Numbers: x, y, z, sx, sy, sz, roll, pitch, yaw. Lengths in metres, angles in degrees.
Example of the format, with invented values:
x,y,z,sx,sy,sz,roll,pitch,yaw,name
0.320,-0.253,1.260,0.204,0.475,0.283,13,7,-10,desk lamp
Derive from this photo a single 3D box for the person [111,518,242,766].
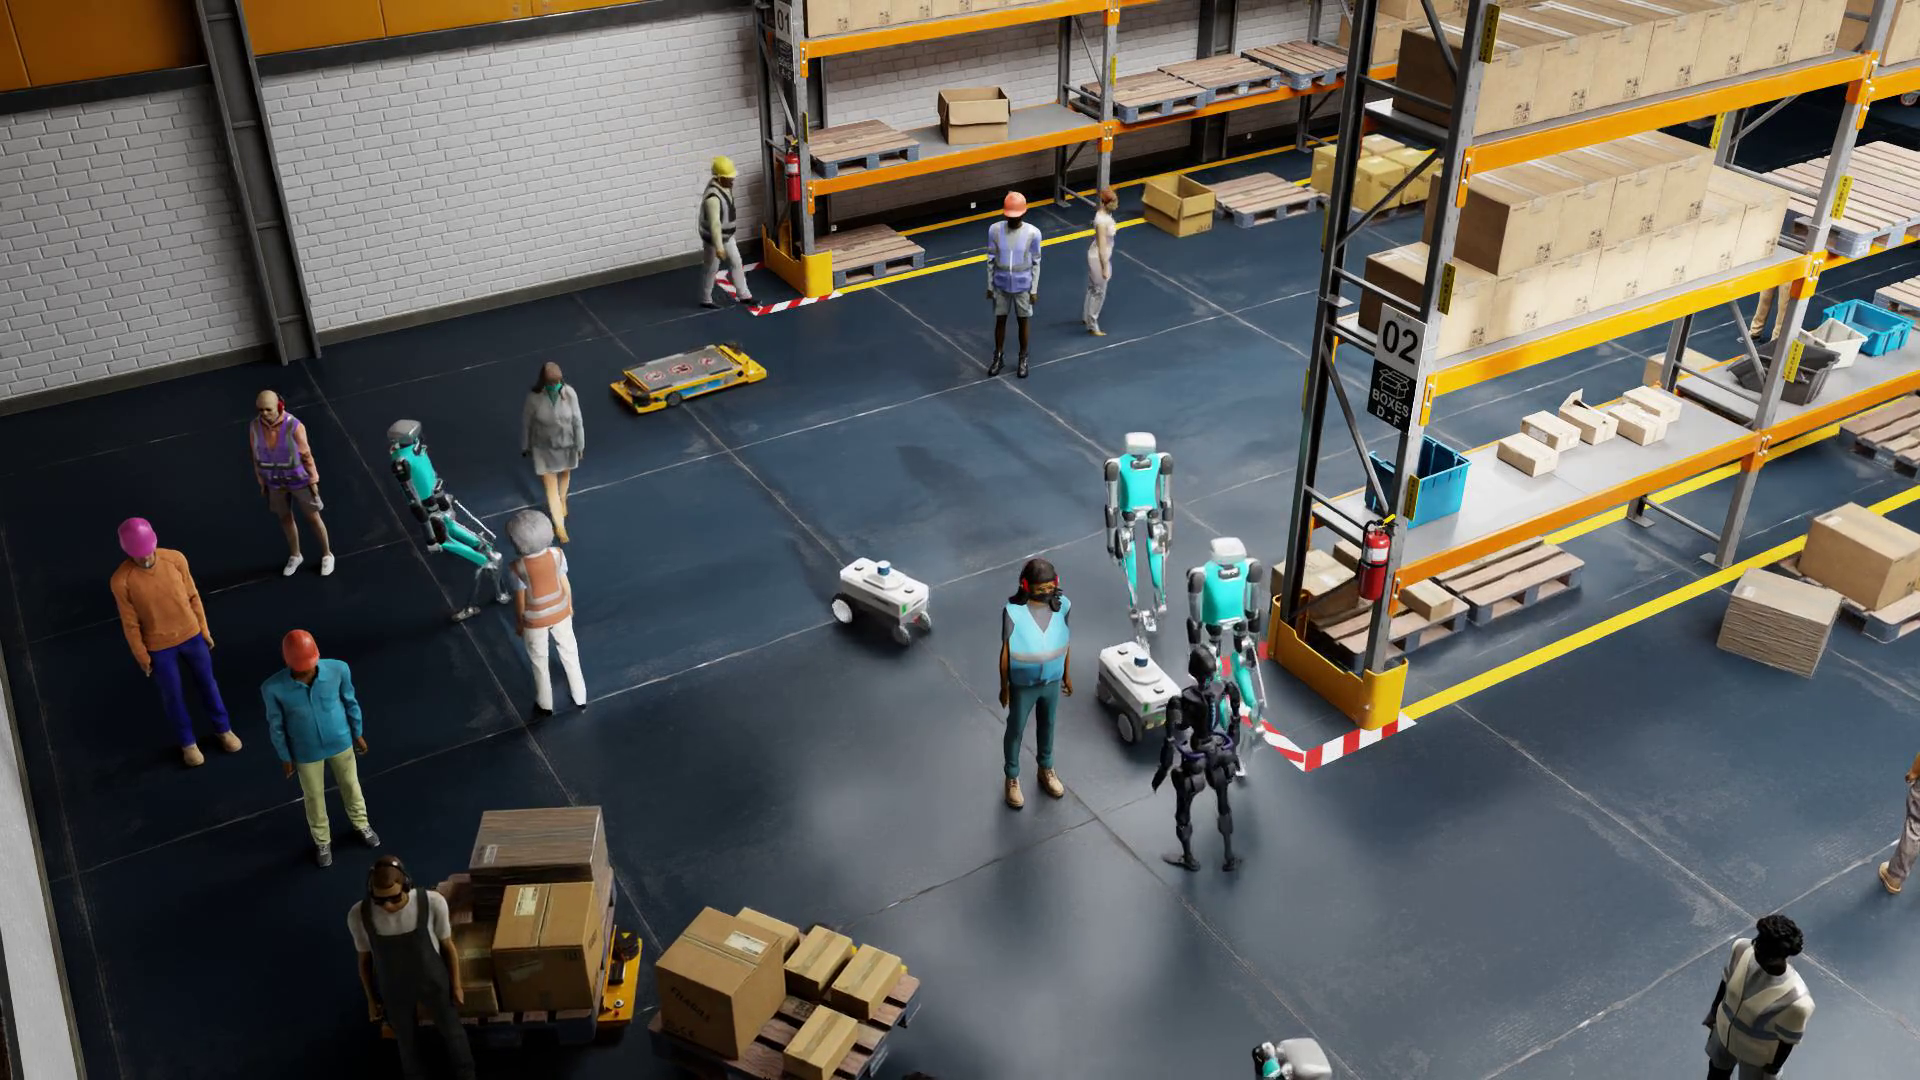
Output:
x,y,z,sx,sy,sz,roll,pitch,yaw,name
-5.410,0.682,11.401,0.519,1.972,0.404,-26,40,-35,person

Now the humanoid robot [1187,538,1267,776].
x,y,z,sx,sy,sz,roll,pitch,yaw,name
1.851,0.894,11.292,0.530,1.797,0.737,-9,33,-14,humanoid robot

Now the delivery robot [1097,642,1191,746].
x,y,z,sx,sy,sz,roll,pitch,yaw,name
1.309,1.077,12.085,0.499,0.582,0.773,-14,35,-21,delivery robot

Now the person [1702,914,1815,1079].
x,y,z,sx,sy,sz,roll,pitch,yaw,name
4.075,2.590,8.616,0.319,1.691,0.533,-11,34,-16,person

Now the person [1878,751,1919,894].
x,y,z,sx,sy,sz,roll,pitch,yaw,name
6.146,1.474,10.311,0.473,1.777,0.323,11,34,17,person

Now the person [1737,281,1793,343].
x,y,z,sx,sy,sz,roll,pitch,yaw,name
8.477,-2.793,17.136,0.319,1.755,0.568,-17,36,-25,person

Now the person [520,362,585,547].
x,y,z,sx,sy,sz,roll,pitch,yaw,name
-3.429,-0.769,14.035,0.538,1.596,0.905,-13,35,-20,person

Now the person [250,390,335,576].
x,y,z,sx,sy,sz,roll,pitch,yaw,name
-5.432,-0.463,13.487,0.492,1.687,0.348,1,32,2,person

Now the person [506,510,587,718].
x,y,z,sx,sy,sz,roll,pitch,yaw,name
-2.964,0.540,11.893,0.451,1.689,0.331,-22,38,-30,person

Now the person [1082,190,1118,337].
x,y,z,sx,sy,sz,roll,pitch,yaw,name
1.463,-2.958,17.515,0.347,1.628,0.614,3,32,5,person

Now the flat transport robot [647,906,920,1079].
x,y,z,sx,sy,sz,roll,pitch,yaw,name
-0.932,2.822,9.584,0.659,0.231,1.431,15,35,23,flat transport robot

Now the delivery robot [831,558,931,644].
x,y,z,sx,sy,sz,roll,pitch,yaw,name
-0.611,0.441,13.125,0.813,0.609,0.499,23,39,32,delivery robot

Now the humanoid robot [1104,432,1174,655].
x,y,z,sx,sy,sz,roll,pitch,yaw,name
1.397,0.123,12.522,0.541,1.768,0.827,-6,33,-9,humanoid robot

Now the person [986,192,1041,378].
x,y,z,sx,sy,sz,roll,pitch,yaw,name
0.525,-2.543,16.571,0.543,1.937,0.353,6,33,9,person

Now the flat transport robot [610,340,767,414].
x,y,z,sx,sy,sz,roll,pitch,yaw,name
-2.727,-1.642,16.703,1.431,0.231,0.659,-20,37,-29,flat transport robot

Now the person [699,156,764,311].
x,y,z,sx,sy,sz,roll,pitch,yaw,name
-2.523,-3.275,17.891,0.803,1.783,0.617,6,33,10,person

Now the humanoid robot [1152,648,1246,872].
x,y,z,sx,sy,sz,roll,pitch,yaw,name
1.554,1.436,10.475,0.600,1.648,0.475,-12,34,-19,humanoid robot

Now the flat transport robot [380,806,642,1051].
x,y,z,sx,sy,sz,roll,pitch,yaw,name
-2.650,2.624,9.900,1.431,0.231,0.659,-2,32,-3,flat transport robot

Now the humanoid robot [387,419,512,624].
x,y,z,sx,sy,sz,roll,pitch,yaw,name
-3.844,-0.134,12.915,0.880,1.769,0.584,0,32,-1,humanoid robot

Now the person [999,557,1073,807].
x,y,z,sx,sy,sz,roll,pitch,yaw,name
0.494,0.934,11.093,0.518,1.865,0.391,-11,34,-17,person

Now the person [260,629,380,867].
x,y,z,sx,sy,sz,roll,pitch,yaw,name
-4.078,1.298,10.619,0.558,1.747,0.330,-19,37,-28,person

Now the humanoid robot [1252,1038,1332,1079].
x,y,z,sx,sy,sz,roll,pitch,yaw,name
1.778,2.996,7.985,0.857,1.843,0.550,-12,34,-18,humanoid robot

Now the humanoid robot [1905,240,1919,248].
x,y,z,sx,sy,sz,roll,pitch,yaw,name
11.475,-4.234,19.512,0.367,1.643,0.610,-6,33,-9,humanoid robot

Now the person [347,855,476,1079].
x,y,z,sx,sy,sz,roll,pitch,yaw,name
-2.895,2.371,8.827,0.504,1.838,0.329,-7,33,-10,person

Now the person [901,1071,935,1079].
x,y,z,sx,sy,sz,roll,pitch,yaw,name
-0.083,3.080,7.652,0.537,1.882,0.596,-7,33,-11,person

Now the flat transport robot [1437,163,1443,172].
x,y,z,sx,sy,sz,roll,pitch,yaw,name
6.683,-4.700,21.580,1.431,0.231,0.659,-7,33,-11,flat transport robot
